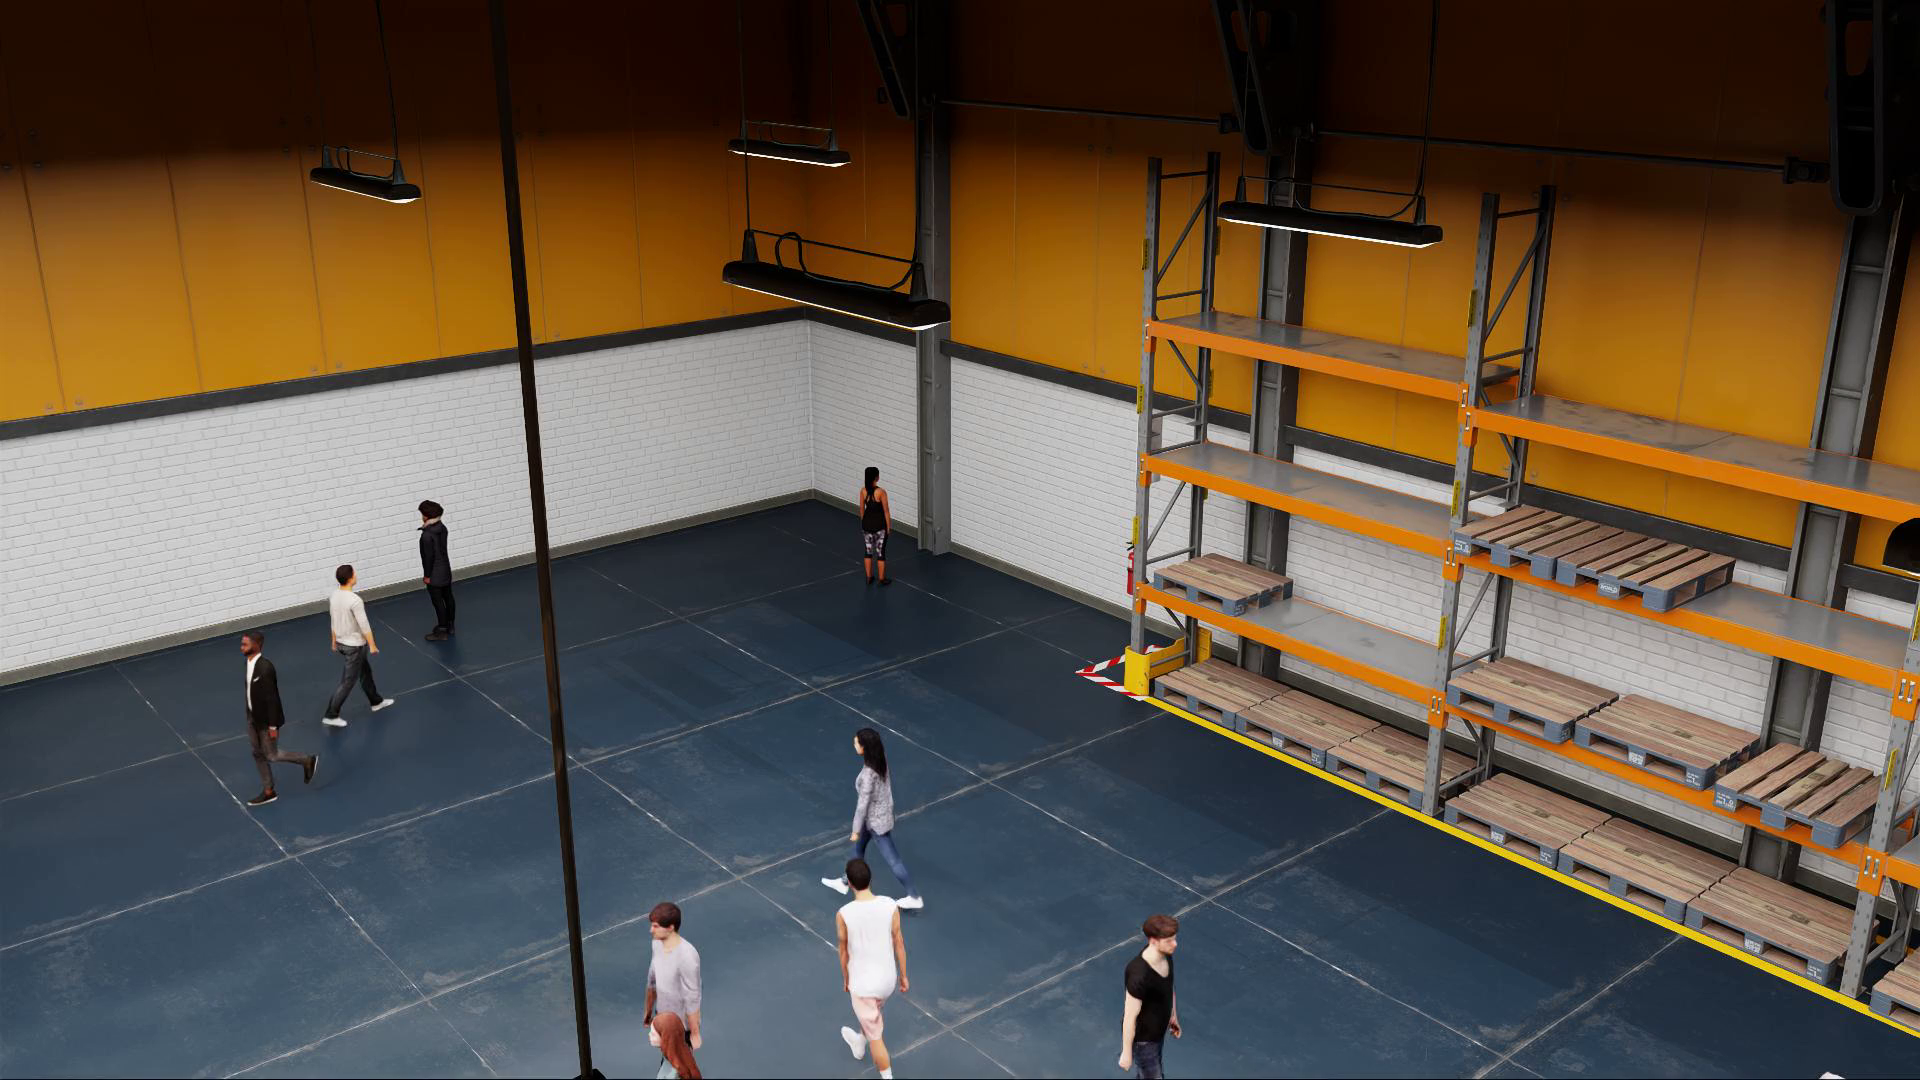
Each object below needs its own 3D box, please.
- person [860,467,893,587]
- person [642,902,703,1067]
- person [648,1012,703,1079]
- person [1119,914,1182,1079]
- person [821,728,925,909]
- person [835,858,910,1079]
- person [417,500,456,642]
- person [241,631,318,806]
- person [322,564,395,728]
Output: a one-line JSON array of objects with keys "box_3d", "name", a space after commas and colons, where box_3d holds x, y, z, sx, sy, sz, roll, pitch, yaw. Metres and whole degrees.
[{"box_3d": [-1.143, -0.201, 22.263, 0.580, 1.661, 0.707, 9, 20, 24], "name": "person"}, {"box_3d": [-1.886, 3.314, 11.555, 0.766, 1.833, 0.652, -12, 22, -32], "name": "person"}, {"box_3d": [-1.668, 3.737, 10.480, 1.011, 1.717, 1.019, -1, 19, -4], "name": "person"}, {"box_3d": [1.186, 3.351, 11.375, 0.863, 1.877, 0.855, 8, 20, 23], "name": "person"}, {"box_3d": [-0.636, 2.458, 14.346, 1.274, 1.674, 1.086, 6, 19, 16], "name": "person"}, {"box_3d": [-0.599, 3.231, 11.987, 0.819, 1.714, 1.209, -7, 20, -21], "name": "person"}, {"box_3d": [-6.405, 0.362, 20.401, 0.772, 1.781, 0.731, 4, 19, 12], "name": "person"}, {"box_3d": [-6.746, 1.731, 16.329, 0.919, 1.786, 0.805, 17, 25, 40], "name": "person"}, {"box_3d": [-6.664, 1.174, 18.000, 1.147, 1.775, 0.916, 14, 23, 35], "name": "person"}]
